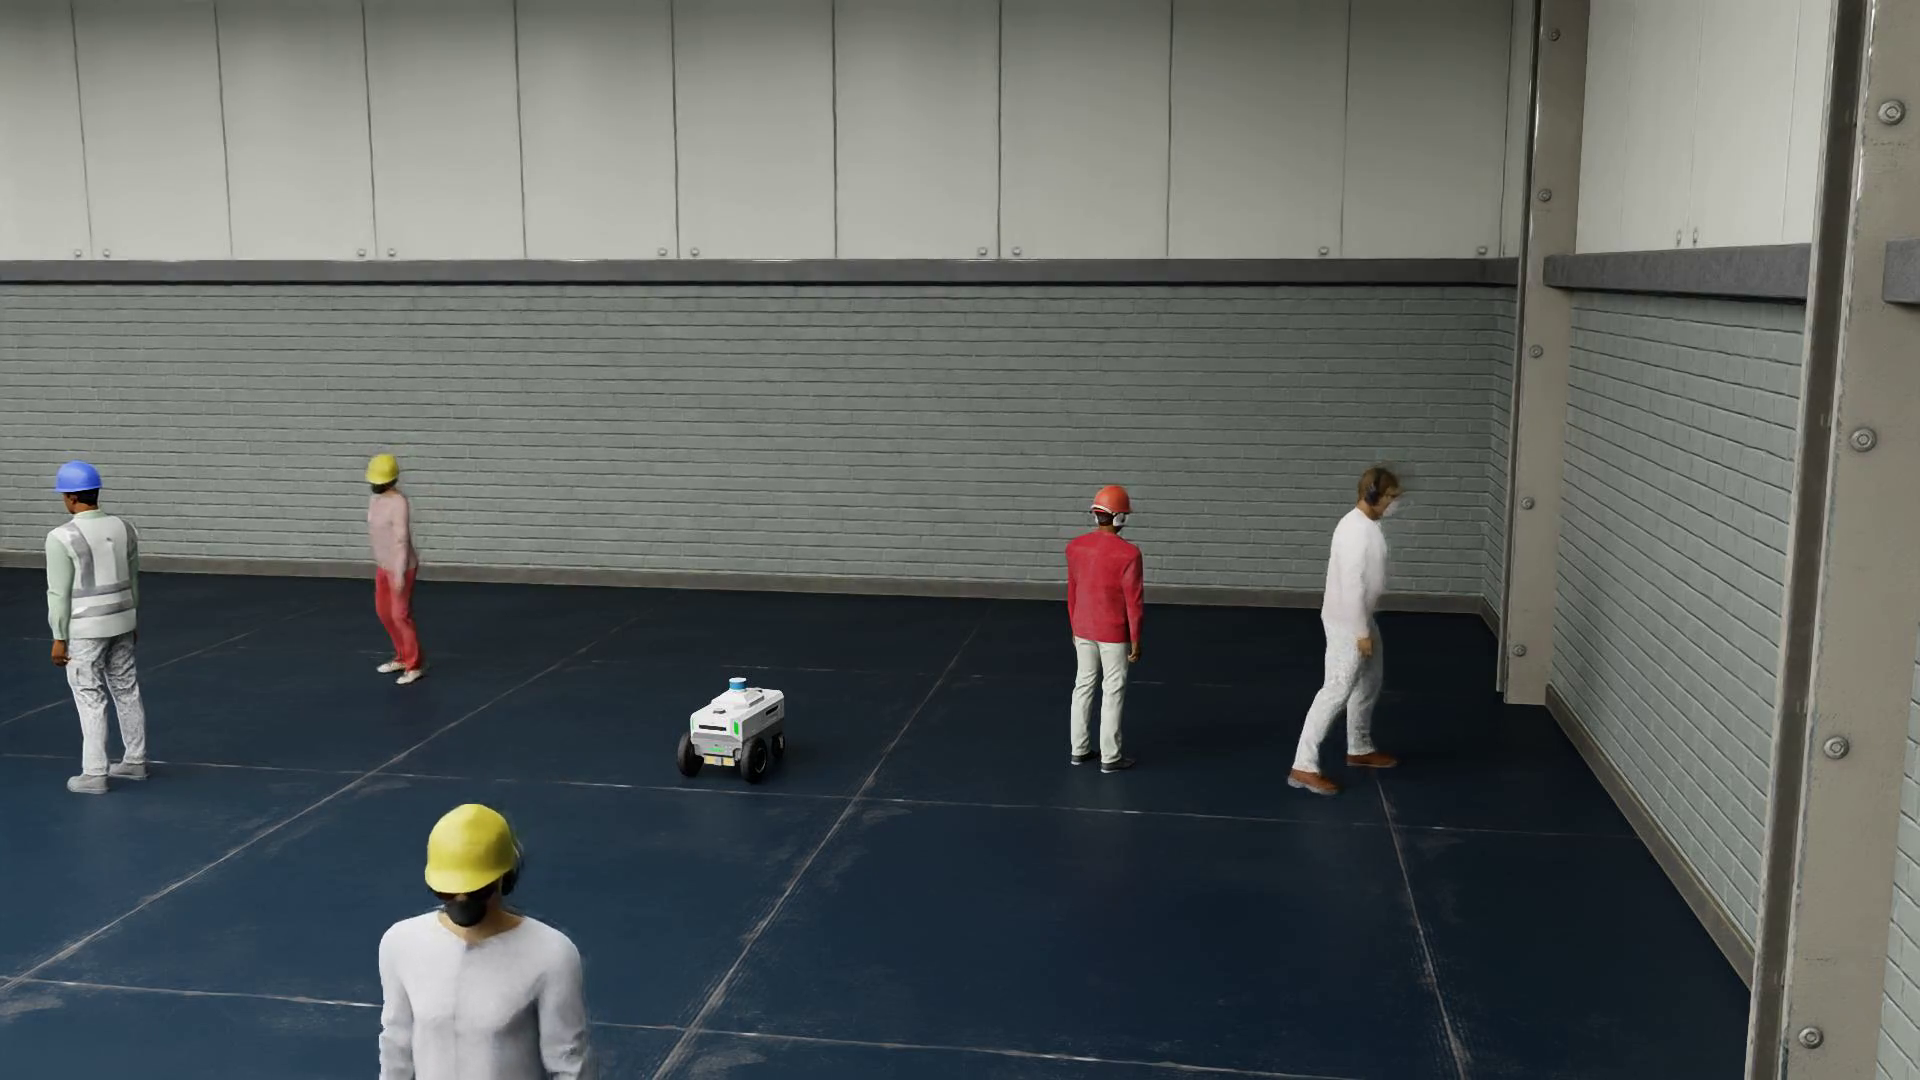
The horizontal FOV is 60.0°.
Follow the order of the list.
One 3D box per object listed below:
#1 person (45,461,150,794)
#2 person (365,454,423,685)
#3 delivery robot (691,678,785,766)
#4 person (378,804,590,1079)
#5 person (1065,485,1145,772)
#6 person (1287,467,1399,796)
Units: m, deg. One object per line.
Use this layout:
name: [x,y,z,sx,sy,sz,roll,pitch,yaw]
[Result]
person: [-5.052,0.504,9.720,0.417,1.940,0.600,3,10,17]
person: [-4.150,0.212,12.155,0.446,1.722,0.571,-9,13,-44]
delivery robot: [-1.345,1.081,10.110,0.477,0.478,0.707,3,10,18]
person: [-1.190,1.495,4.154,0.551,1.751,0.382,1,9,4]
person: [0.901,0.532,10.134,0.567,1.743,0.353,8,12,42]
person: [2.321,0.514,9.843,0.558,1.891,0.803,4,10,21]
